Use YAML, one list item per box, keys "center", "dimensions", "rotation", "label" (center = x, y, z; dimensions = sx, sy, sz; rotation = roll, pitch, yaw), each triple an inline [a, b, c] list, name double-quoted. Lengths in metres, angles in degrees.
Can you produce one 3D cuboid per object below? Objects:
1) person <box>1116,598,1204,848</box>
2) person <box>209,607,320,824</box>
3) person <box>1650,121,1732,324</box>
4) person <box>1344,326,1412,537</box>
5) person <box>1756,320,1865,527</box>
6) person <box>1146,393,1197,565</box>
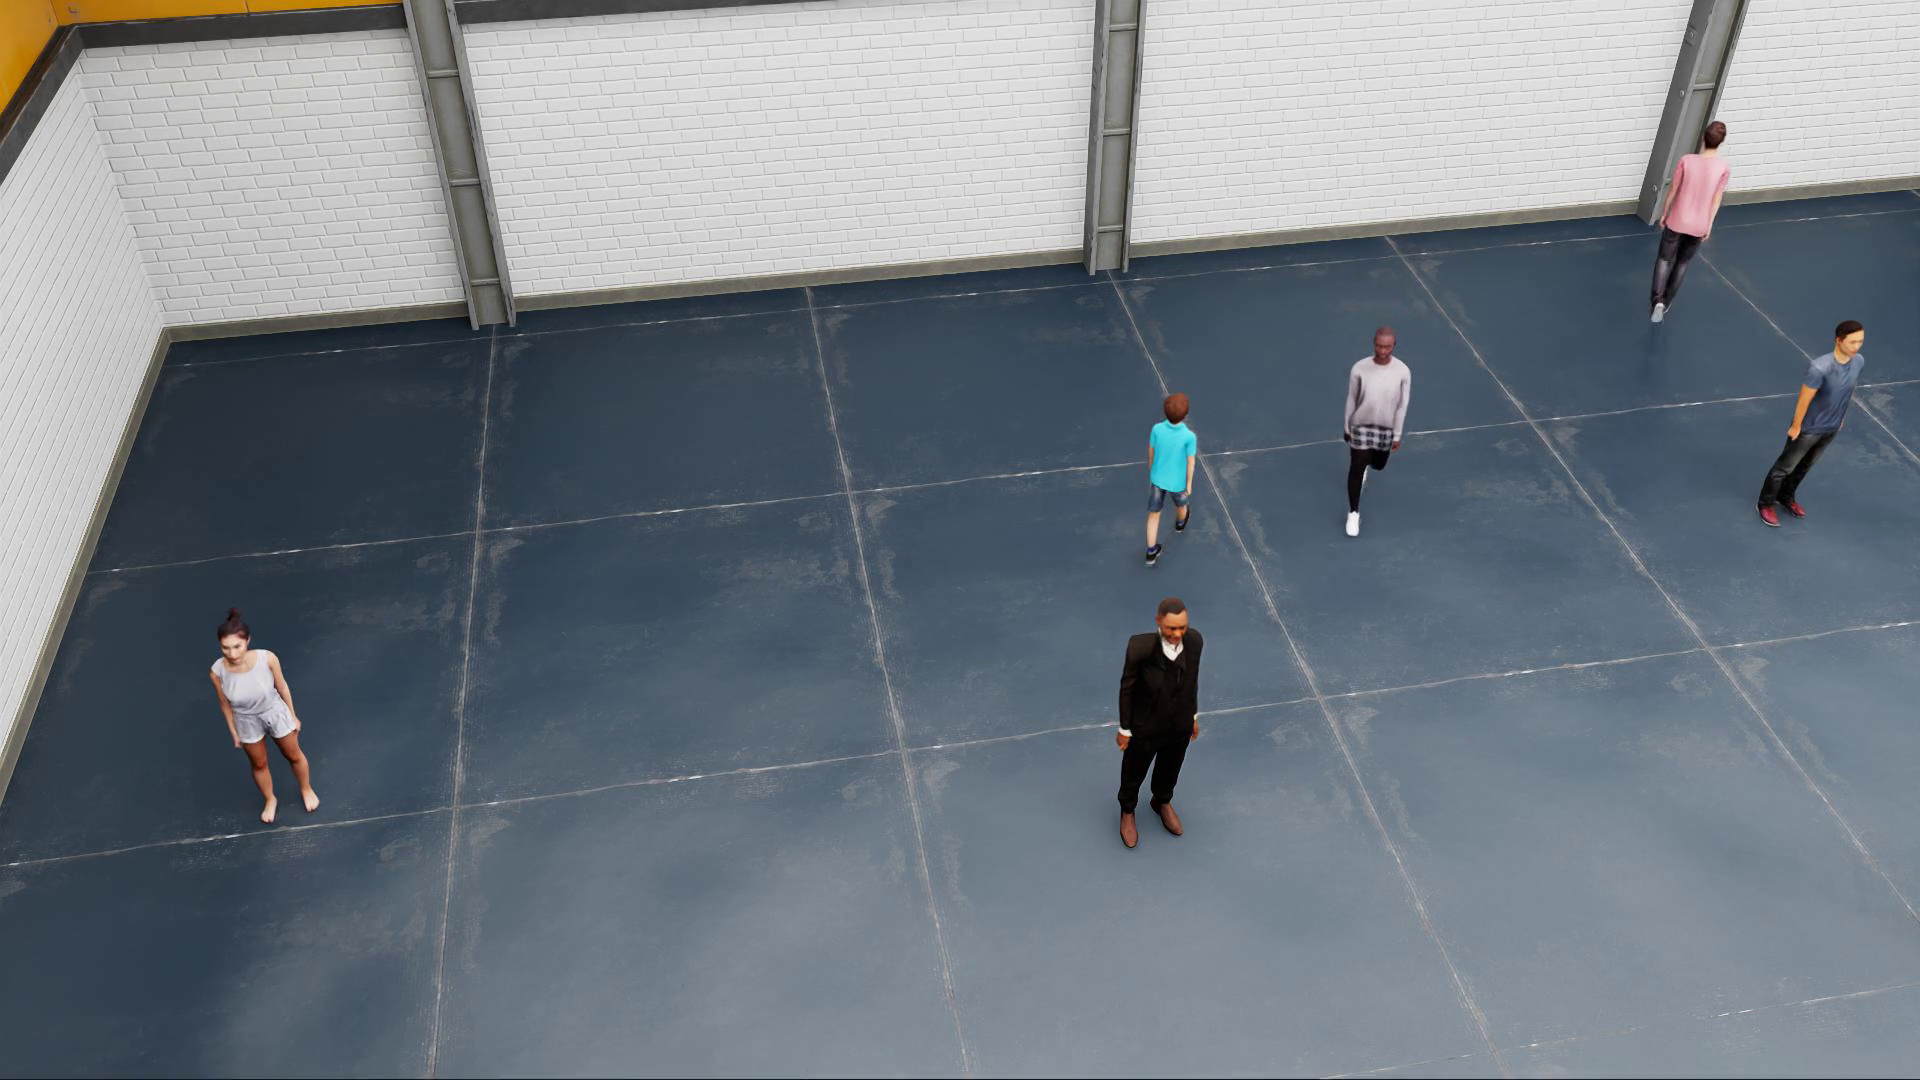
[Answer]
- center: [1.238, 1.101, 10.348]
  dimensions: [0.576, 1.905, 0.767]
  rotation: [-10, 40, -12]
  label: "person"
- center: [-4.429, 1.121, 10.555]
  dimensions: [0.500, 1.615, 0.663]
  rotation: [-13, 41, -16]
  label: "person"
- center: [6.678, -2.863, 15.286]
  dimensions: [1.068, 1.936, 1.028]
  rotation: [15, 41, 18]
  label: "person"
- center: [3.233, -0.926, 13.005]
  dimensions: [1.044, 1.756, 0.877]
  rotation: [5, 39, 6]
  label: "person"
- center: [6.670, -0.934, 12.972]
  dimensions: [0.543, 1.809, 0.760]
  rotation: [-14, 41, -17]
  label: "person"
- center: [1.571, -0.443, 12.675]
  dimensions: [0.945, 1.412, 0.911]
  rotation: [15, 41, 18]
  label: "person"
